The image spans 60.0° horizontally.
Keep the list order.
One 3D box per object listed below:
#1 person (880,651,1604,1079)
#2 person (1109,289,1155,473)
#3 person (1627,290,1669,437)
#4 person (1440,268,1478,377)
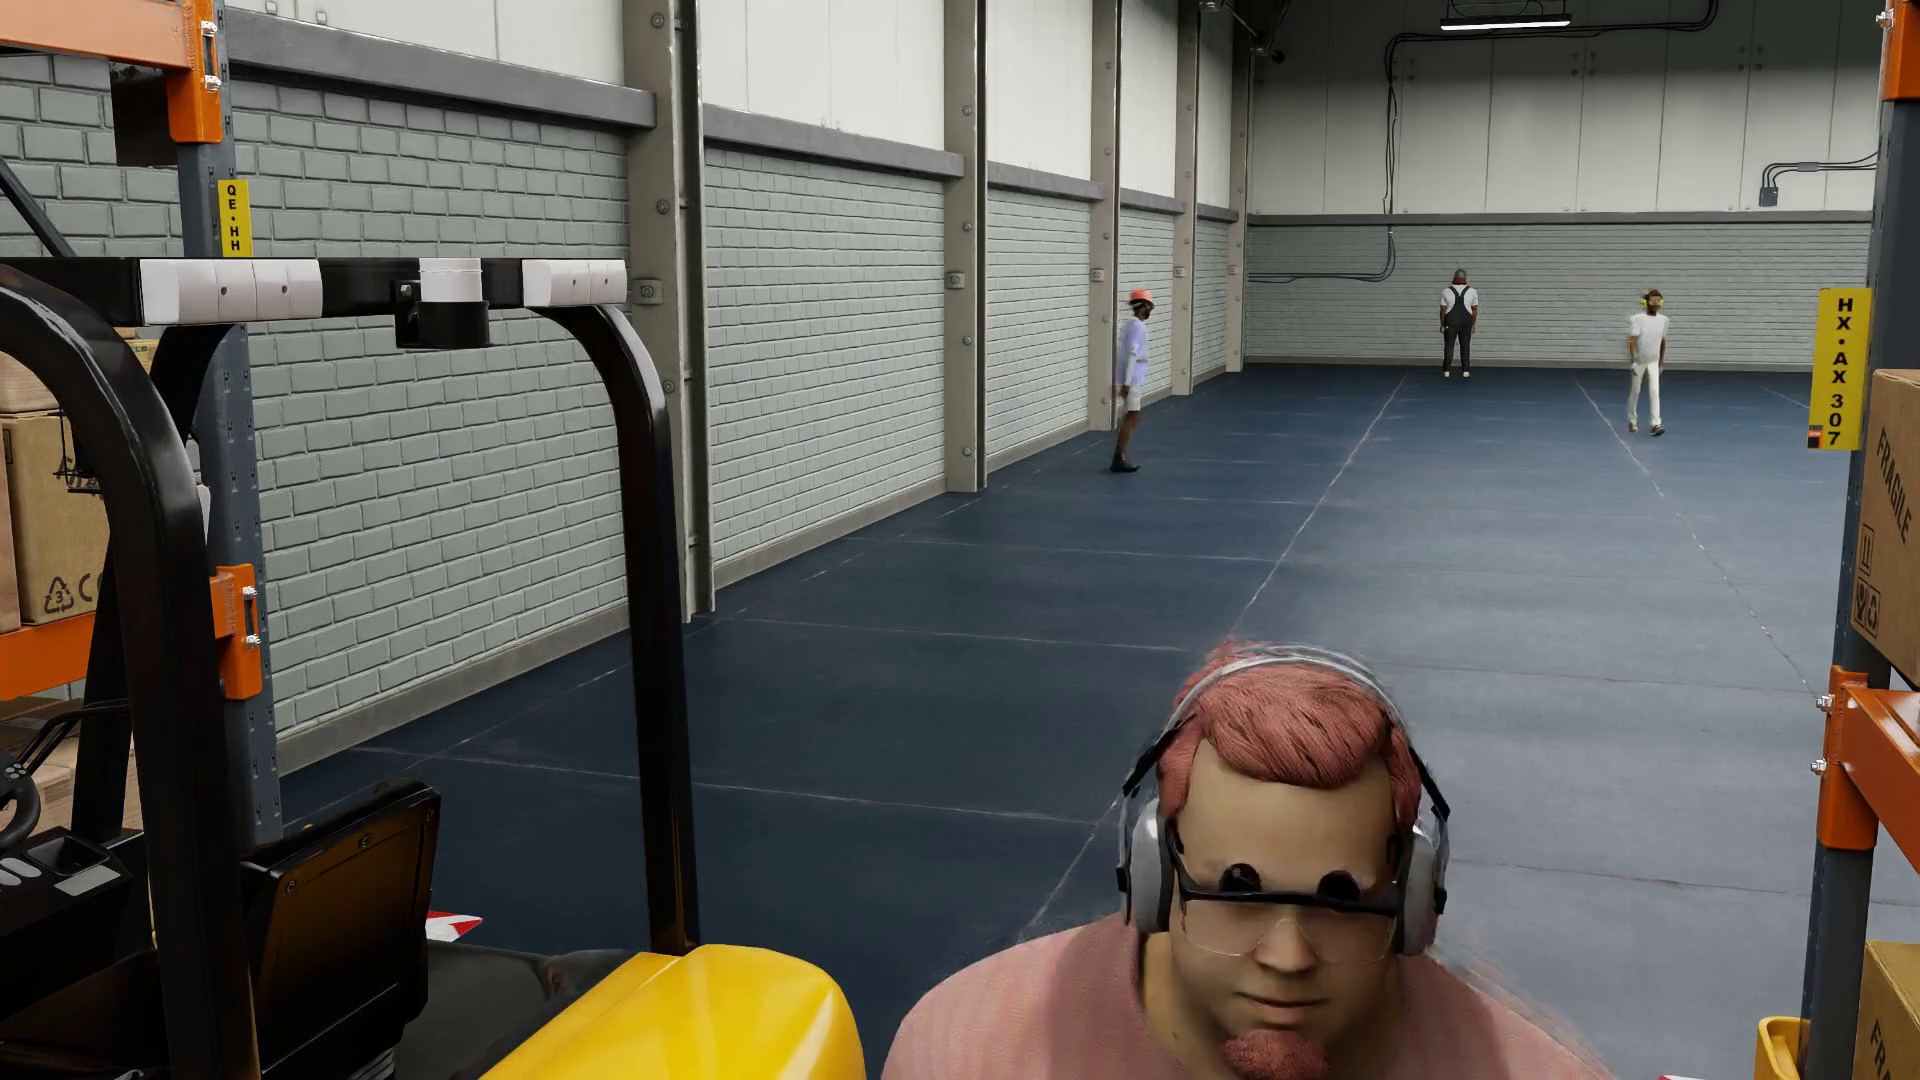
[{"bbox_3d":[0.221,1.012,1.351,0.680,1.887,0.435,2,10,12],"label":"person"},{"bbox_3d":[1.789,-1.650,17.225,0.500,1.887,0.654,0,10,0],"label":"person"},{"bbox_3d":[8.586,-2.206,20.754,0.502,1.816,0.996,1,10,5],"label":"person"},{"bbox_3d":[9.370,-4.092,31.309,0.688,2.000,0.539,2,10,12],"label":"person"}]
